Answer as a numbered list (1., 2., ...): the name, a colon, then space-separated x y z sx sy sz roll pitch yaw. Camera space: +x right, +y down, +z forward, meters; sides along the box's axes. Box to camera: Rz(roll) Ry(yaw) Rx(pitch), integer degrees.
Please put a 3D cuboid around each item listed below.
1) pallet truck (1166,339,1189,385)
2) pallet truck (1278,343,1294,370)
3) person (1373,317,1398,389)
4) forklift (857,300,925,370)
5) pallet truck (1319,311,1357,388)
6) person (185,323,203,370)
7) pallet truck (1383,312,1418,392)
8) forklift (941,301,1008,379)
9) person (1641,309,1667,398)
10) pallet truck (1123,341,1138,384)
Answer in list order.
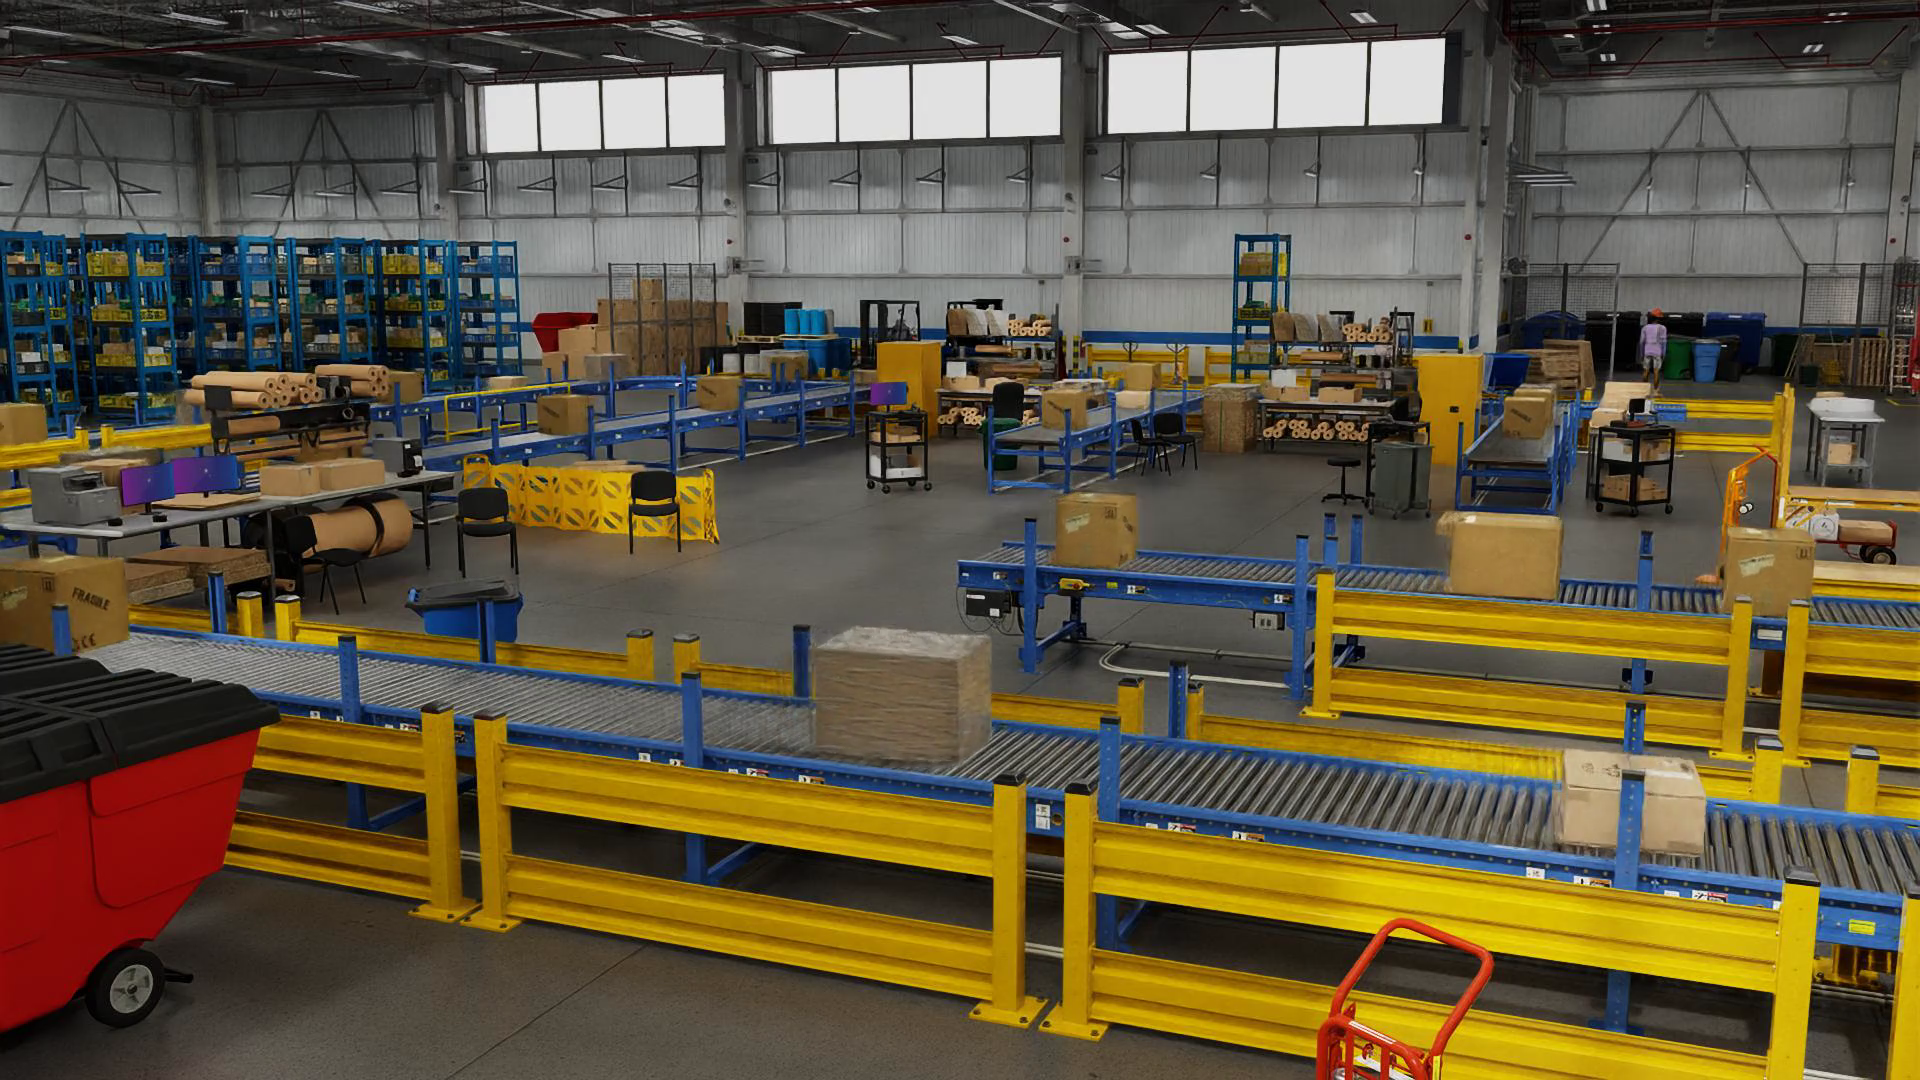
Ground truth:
1. pallet truck: 5.418 -4.269 40.420 0.704 1.261 1.522 3 10 20
2. pallet truck: 7.886 -4.163 39.743 0.653 1.274 1.630 4 10 22
3. person: 9.314 -3.942 36.578 0.410 1.909 0.642 -5 11 -29
4. forklift: -1.732 -5.109 42.468 1.157 1.987 2.680 4 10 22
5. pallet truck: 9.071 -4.419 39.190 0.823 1.965 1.885 5 10 26
6. person: -17.951 -4.311 39.014 0.564 1.840 0.394 -4 10 -21
7. pallet truck: 10.207 -4.283 38.369 0.823 1.965 1.885 3 10 20
8. forklift: 0.365 -4.966 41.571 1.157 1.987 2.680 3 10 20
9. person: 15.968 -4.290 38.272 0.377 2.045 0.605 -8 12 -39
10. pallet truck: 4.445 -4.380 41.279 0.680 1.201 1.601 4 10 22
